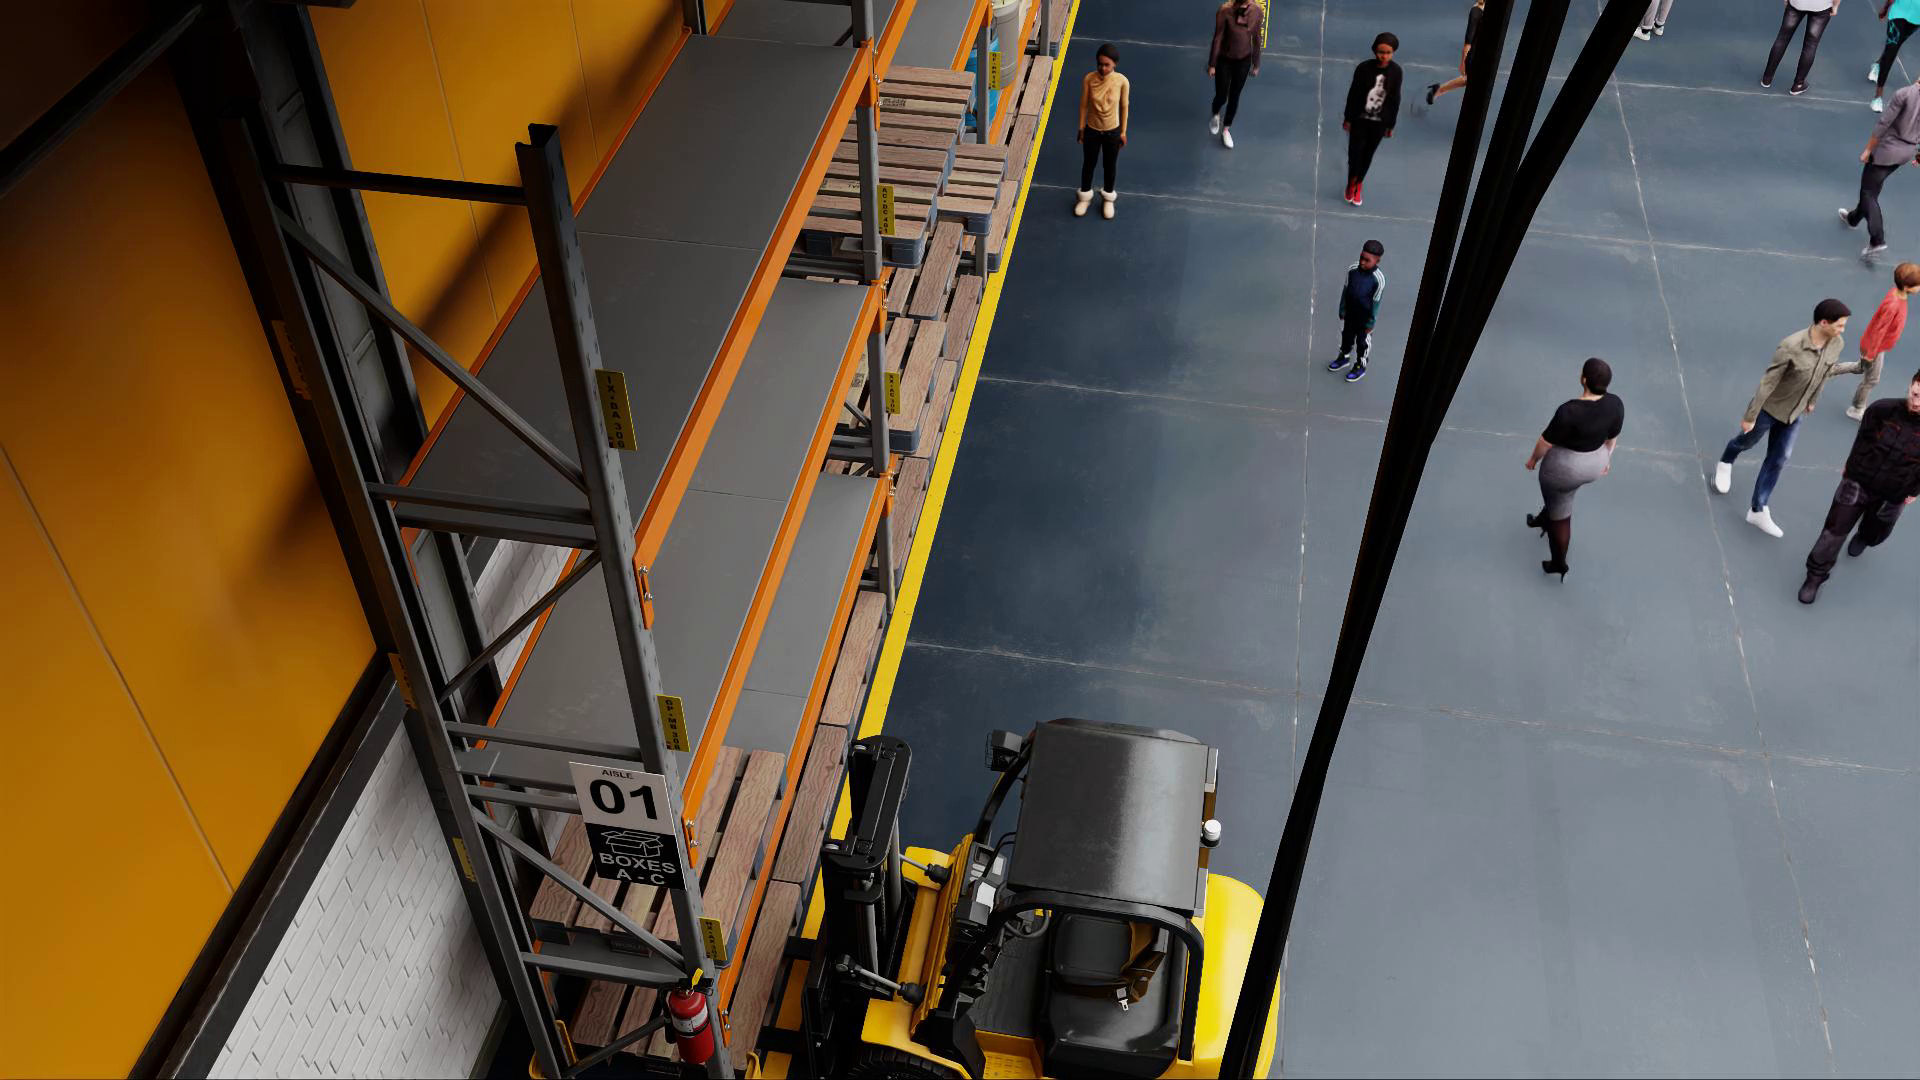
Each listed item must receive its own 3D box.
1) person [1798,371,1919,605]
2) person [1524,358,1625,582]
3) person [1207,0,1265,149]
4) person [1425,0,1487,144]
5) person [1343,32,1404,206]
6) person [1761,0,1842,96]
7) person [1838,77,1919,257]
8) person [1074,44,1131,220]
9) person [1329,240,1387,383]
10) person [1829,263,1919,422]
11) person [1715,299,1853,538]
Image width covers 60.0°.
[{"bbox_3d":[6.233,-0.414,11.277,0.985,1.889,1.213,26,49,25],"label":"person"},{"bbox_3d":[4.251,-0.423,11.403,0.895,1.728,1.022,-13,45,-13],"label":"person"},{"bbox_3d":[2.570,-4.574,15.785,0.730,1.694,0.745,-6,44,-6],"label":"person"},{"bbox_3d":[4.864,-4.617,15.859,0.976,1.653,1.021,-28,50,-26],"label":"person"},{"bbox_3d":[3.697,-3.840,15.036,0.629,1.663,0.581,4,44,4],"label":"person"},{"bbox_3d":[8.437,-5.334,16.478,0.757,1.838,0.750,27,50,26],"label":"person"},{"bbox_3d":[8.106,-3.324,14.380,0.906,1.821,1.191,-5,44,-5],"label":"person"},{"bbox_3d":[1.274,-3.661,14.851,0.597,1.659,0.526,6,44,6],"label":"person"},{"bbox_3d":[3.201,-1.841,13.234,0.607,1.255,0.567,-34,53,-30],"label":"person"},{"bbox_3d":[6.994,-1.550,12.826,0.766,1.396,0.855,22,48,22],"label":"person"},{"bbox_3d":[5.832,-0.996,11.936,1.001,1.821,1.196,-5,44,-5],"label":"person"}]
